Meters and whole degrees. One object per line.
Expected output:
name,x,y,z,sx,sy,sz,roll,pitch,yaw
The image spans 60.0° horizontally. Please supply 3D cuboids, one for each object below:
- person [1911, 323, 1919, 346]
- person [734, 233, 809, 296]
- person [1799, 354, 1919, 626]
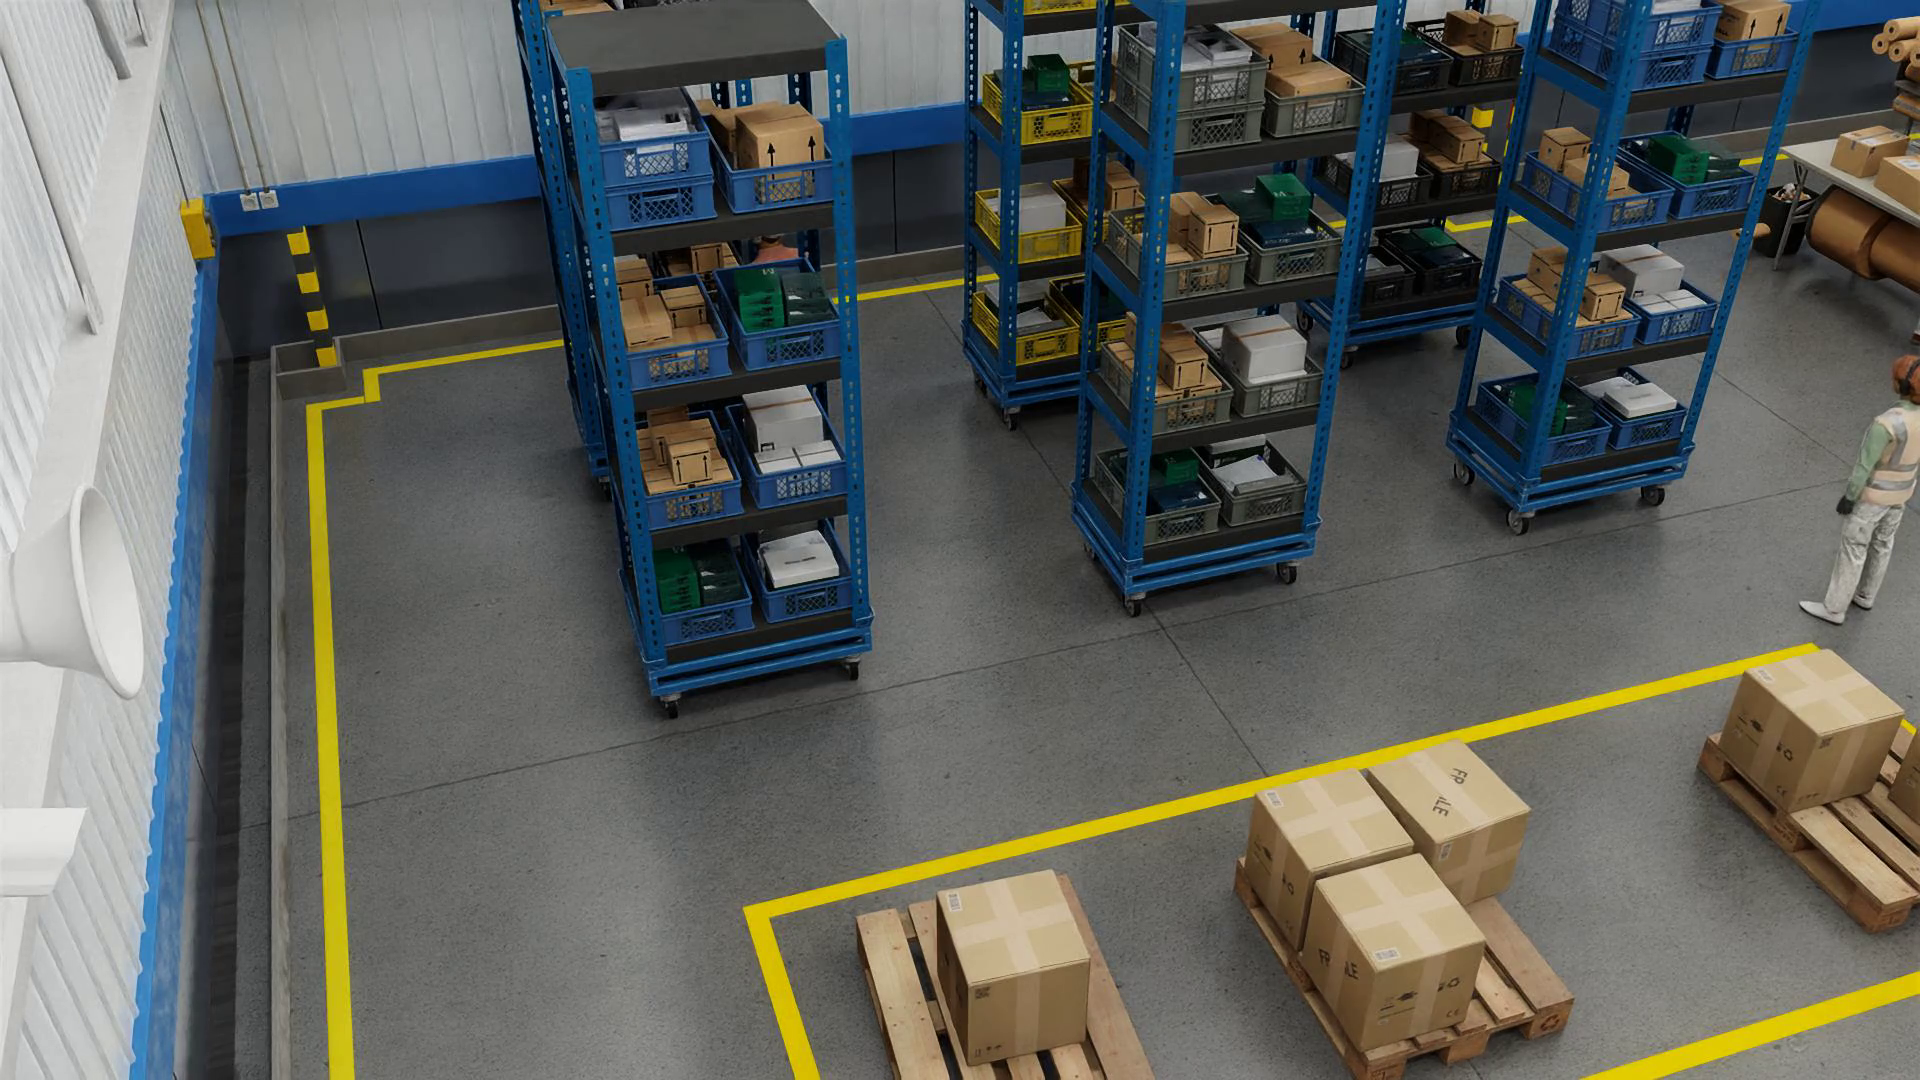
person,7.177,-2.155,11.663,0.368,1.931,0.630,3,35,5
person,-1.135,-1.172,10.225,0.625,1.981,0.412,-30,45,-35
person,5.107,-0.272,9.248,0.510,1.630,0.318,-19,39,-25
